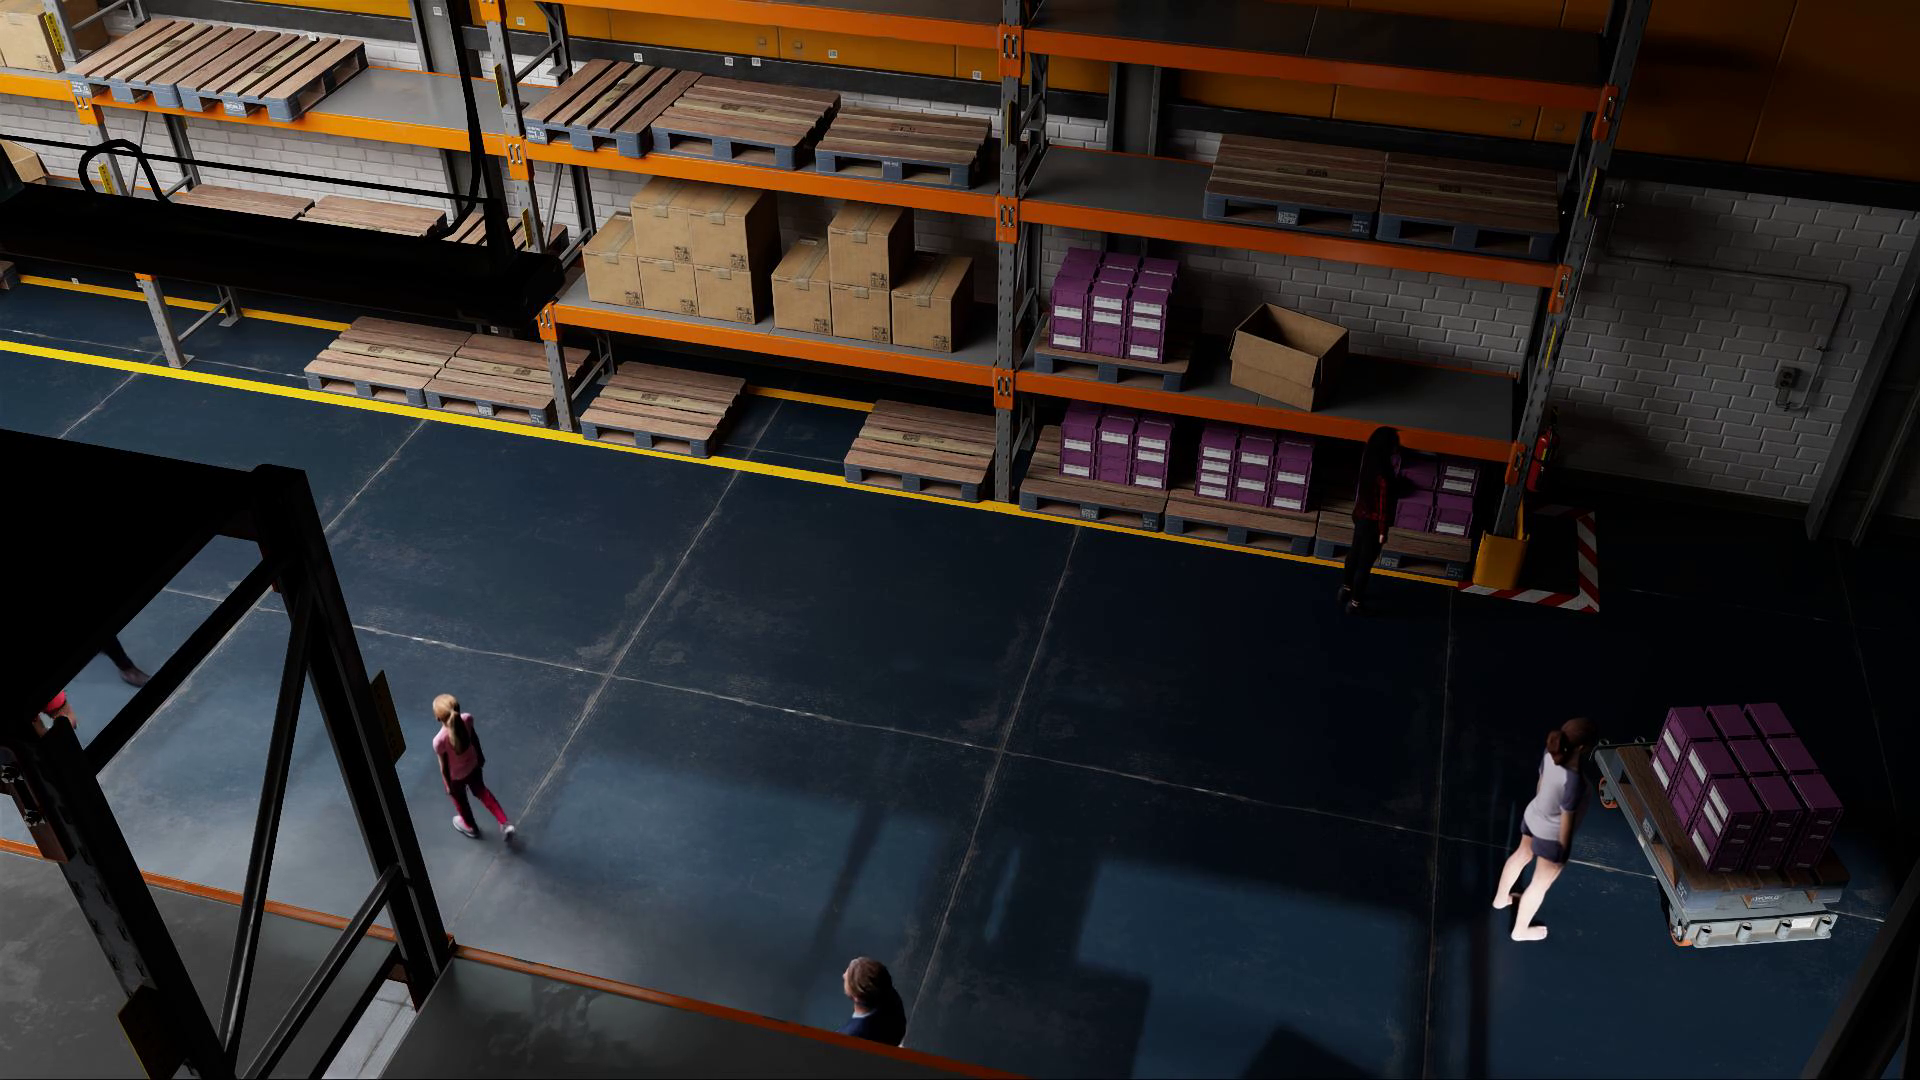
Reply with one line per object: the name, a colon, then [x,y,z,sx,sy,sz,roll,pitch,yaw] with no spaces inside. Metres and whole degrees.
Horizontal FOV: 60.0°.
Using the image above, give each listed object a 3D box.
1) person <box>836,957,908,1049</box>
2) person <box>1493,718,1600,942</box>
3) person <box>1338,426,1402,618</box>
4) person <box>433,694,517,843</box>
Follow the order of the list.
person: [-0.390,2.866,8.551,1.263,1.823,0.828,17,42,20]
person: [3.539,1.729,10.022,0.656,1.764,0.632,-4,39,-5]
person: [3.063,-0.141,12.449,0.634,1.657,0.645,-5,39,-6]
person: [-3.162,1.501,10.714,0.843,1.256,0.639,23,44,26]
